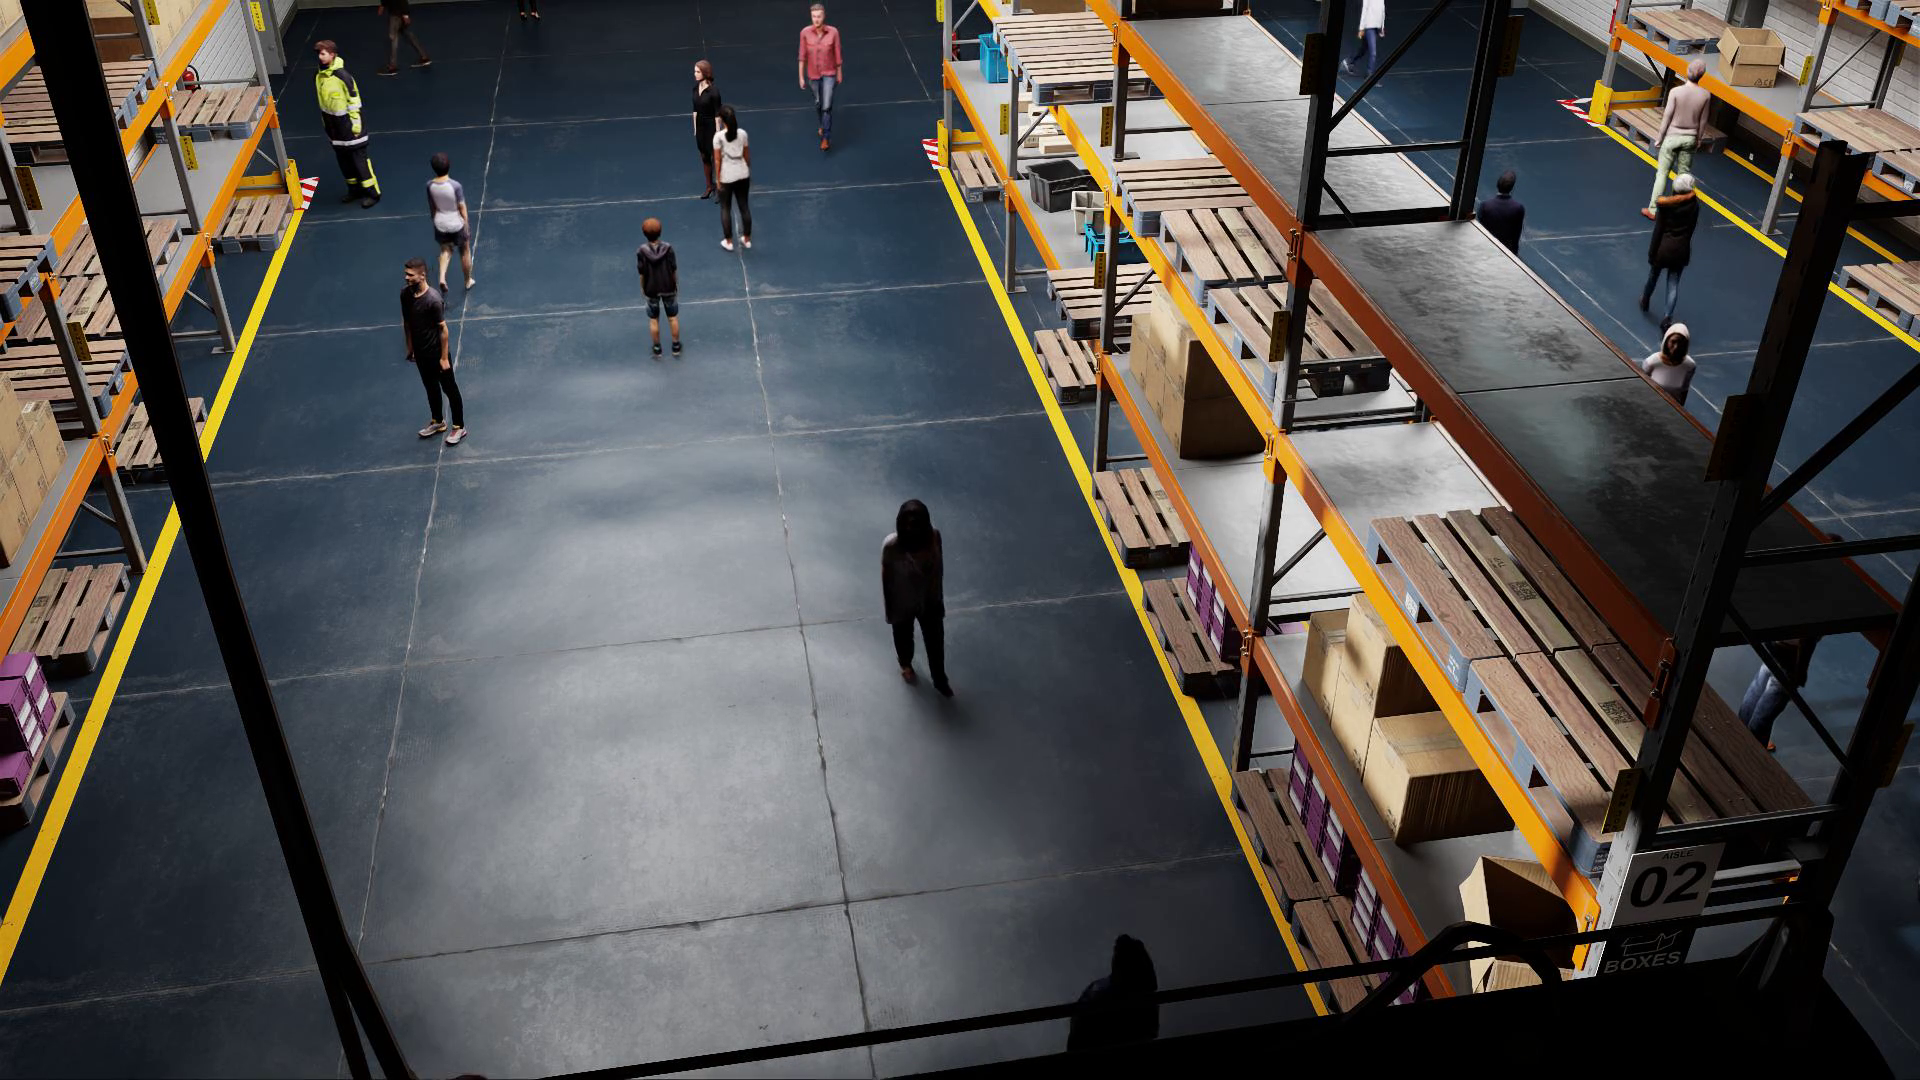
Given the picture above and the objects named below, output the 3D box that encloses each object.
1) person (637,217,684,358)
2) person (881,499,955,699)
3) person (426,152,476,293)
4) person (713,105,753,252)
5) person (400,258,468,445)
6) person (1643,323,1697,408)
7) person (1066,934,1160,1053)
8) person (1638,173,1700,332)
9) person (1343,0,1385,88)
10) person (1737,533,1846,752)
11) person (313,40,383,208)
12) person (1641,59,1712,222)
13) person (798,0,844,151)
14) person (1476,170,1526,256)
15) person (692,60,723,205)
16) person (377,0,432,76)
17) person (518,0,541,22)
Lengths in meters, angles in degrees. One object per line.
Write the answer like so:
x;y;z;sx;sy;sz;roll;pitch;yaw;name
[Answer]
-2.981;-2.511;16.486;0.524;1.447;0.500;-5;34;-8;person
-0.358;0.341;12.072;0.744;1.583;0.921;-12;35;-17;person
-5.410;-3.319;17.611;0.691;1.546;0.874;4;34;6;person
-2.531;-4.045;18.624;0.641;1.634;0.650;-18;37;-24;person
-4.766;-1.717;15.004;0.719;1.764;0.750;16;37;23;person
5.877;-1.077;14.106;0.878;1.693;1.169;8;34;12;person
0.687;2.643;8.383;1.020;1.833;1.198;-20;39;-27;person
7.260;-2.899;16.934;0.842;1.597;1.141;4;34;6;person
5.771;-7.259;23.558;0.809;1.526;1.129;-20;39;-28;person
5.567;0.739;11.232;0.804;1.850;0.671;9;35;13;person
-7.266;-4.931;19.646;0.860;1.979;0.896;18;38;25;person
8.341;-4.626;19.284;0.737;1.872;0.681;3;34;4;person
-1.780;-6.005;21.445;0.926;1.776;1.304;3;34;4;person
5.390;-2.833;16.755;0.939;1.684;1.259;7;34;10;person
-2.987;-4.862;19.789;0.636;1.706;0.710;24;40;31;person
-8.008;-7.617;23.880;0.958;1.765;1.089;-19;38;-26;person
-6.863;-9.011;26.009;0.612;1.729;0.580;3;34;5;person
